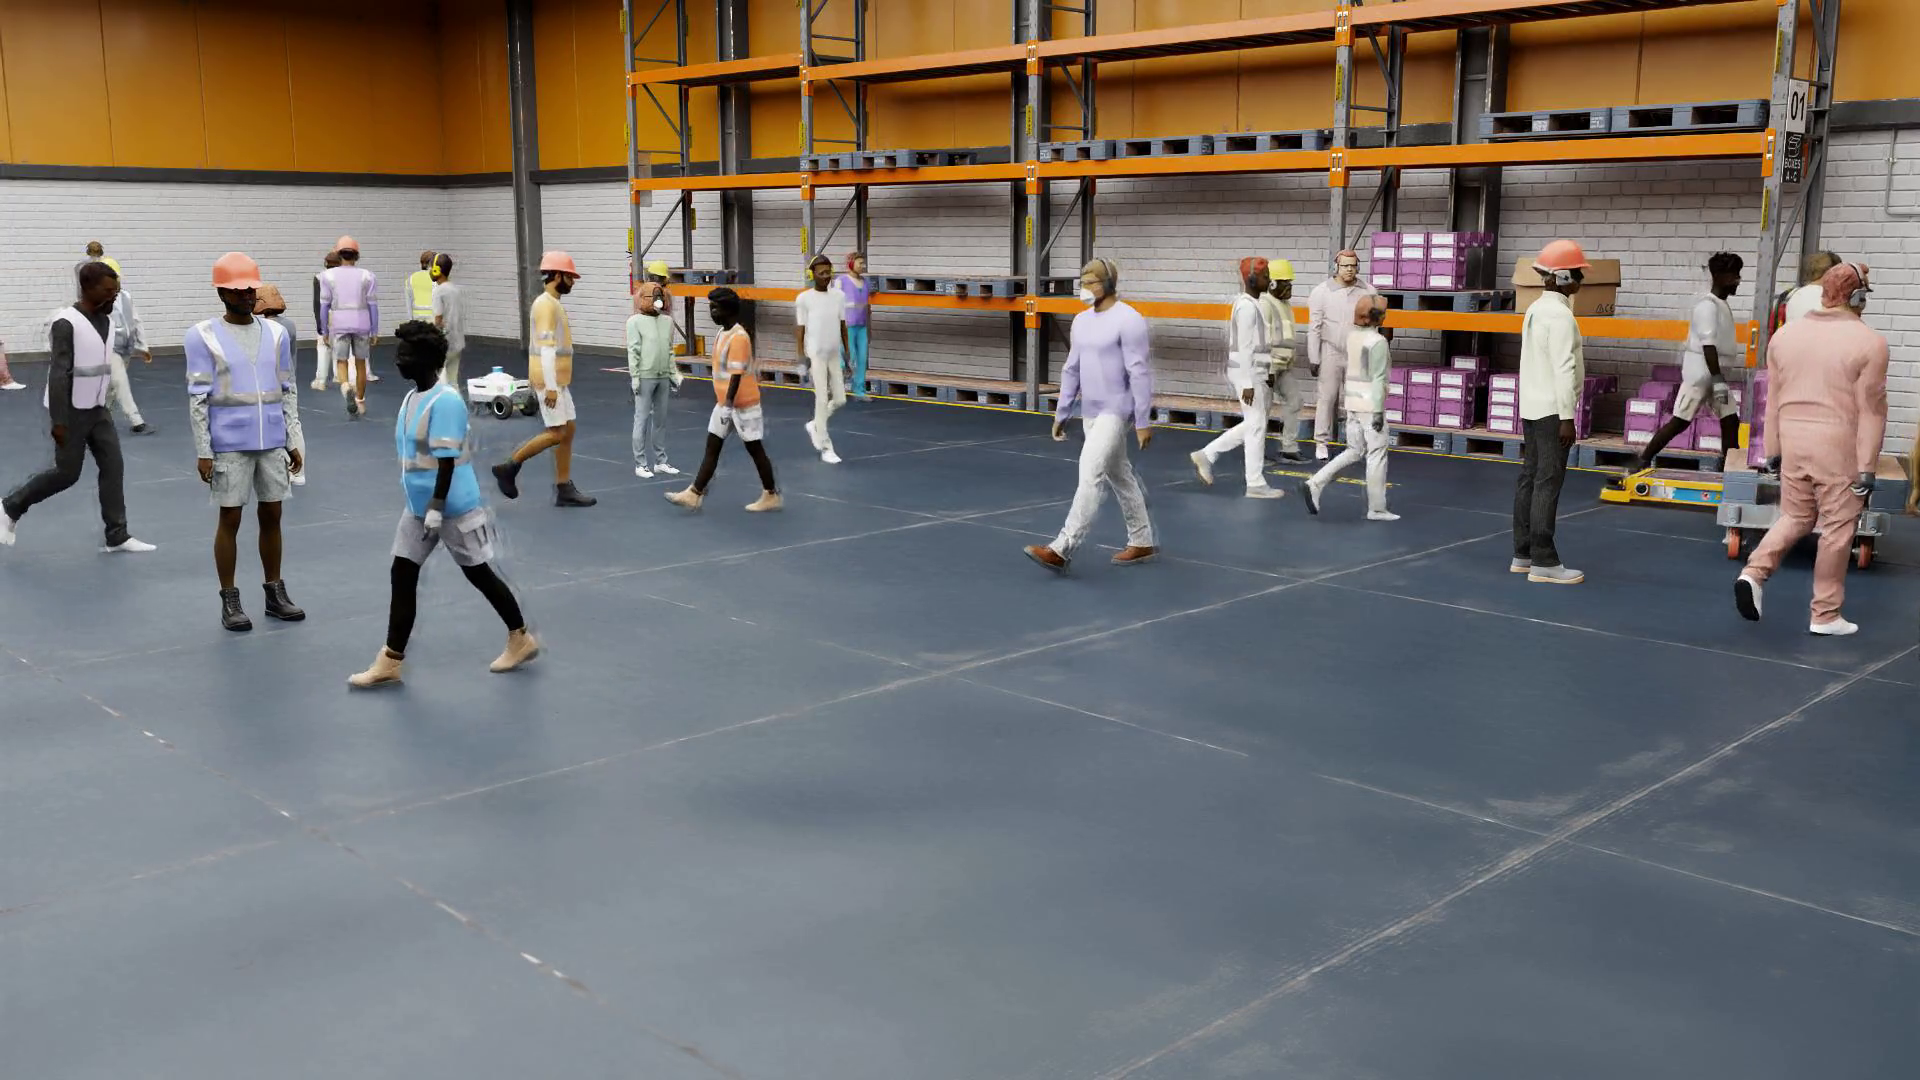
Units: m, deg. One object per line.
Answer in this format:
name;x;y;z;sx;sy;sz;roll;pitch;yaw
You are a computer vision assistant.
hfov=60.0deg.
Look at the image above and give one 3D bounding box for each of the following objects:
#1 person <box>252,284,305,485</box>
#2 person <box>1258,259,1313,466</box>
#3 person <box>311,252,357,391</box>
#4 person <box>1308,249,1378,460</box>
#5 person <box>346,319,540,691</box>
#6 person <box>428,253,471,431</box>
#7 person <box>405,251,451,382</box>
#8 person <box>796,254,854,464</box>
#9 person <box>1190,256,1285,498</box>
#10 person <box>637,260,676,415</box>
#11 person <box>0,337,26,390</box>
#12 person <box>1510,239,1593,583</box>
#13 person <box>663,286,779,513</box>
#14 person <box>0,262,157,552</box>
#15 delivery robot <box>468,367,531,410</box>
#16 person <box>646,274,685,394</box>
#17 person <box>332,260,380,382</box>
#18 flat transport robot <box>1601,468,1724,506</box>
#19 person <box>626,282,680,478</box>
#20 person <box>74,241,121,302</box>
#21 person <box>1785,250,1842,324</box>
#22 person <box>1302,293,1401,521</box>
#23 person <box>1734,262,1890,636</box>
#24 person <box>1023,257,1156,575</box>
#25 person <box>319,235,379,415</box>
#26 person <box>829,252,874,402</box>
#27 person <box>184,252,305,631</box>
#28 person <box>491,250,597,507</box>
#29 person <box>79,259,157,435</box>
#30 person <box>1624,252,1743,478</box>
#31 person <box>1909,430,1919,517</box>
person;-5.473;-1.220;13.303;0.280;1.634;0.498;2;11;13
person;2.828;-1.526;14.493;0.681;1.806;0.615;7;13;34
person;-8.172;-2.841;21.710;0.859;1.794;0.643;10;14;43
person;3.455;-1.658;14.993;0.635;1.900;0.399;-1;10;-5
person;-2.330;-0.169;7.521;0.864;1.654;0.533;-10;14;-42
person;-4.955;-1.813;15.960;0.392;1.845;0.561;2;11;11
person;-6.328;-2.551;20.015;0.624;1.840;0.429;3;11;15
person;-1.231;-1.630;14.933;0.542;1.854;0.628;-7;13;-35
person;2.167;-1.248;12.838;0.666;1.865;0.582;3;11;14
person;-3.453;-2.286;18.803;0.425;1.739;0.582;5;12;27
person;-12.768;-2.850;21.550;0.635;1.870;0.959;6;12;30
person;3.472;-0.752;9.764;0.375;1.997;0.612;0;10;0
person;-1.703;-0.984;11.951;0.878;1.643;0.543;-5;11;-24
person;-5.662;-0.825;10.542;0.868;1.872;0.618;0;10;1
delivery robot;-5.144;-1.688;18.548;0.707;0.478;0.477;6;12;28
person;-3.700;-2.576;20.733;0.573;1.619;0.505;5;11;25
person;-8.343;-3.072;22.812;0.807;1.854;0.578;5;12;26
flat transport robot;5.608;-0.371;12.397;1.431;0.197;0.652;8;13;36
person;-2.578;-1.349;14.008;0.279;1.634;0.499;8;13;37
person;-12.995;-3.541;25.129;0.637;1.938;0.355;-10;14;-43
person;6.405;-1.239;12.664;0.712;1.919;0.629;0;10;-1
person;2.801;-0.924;11.732;0.644;1.622;0.521;-2;11;-12
person;4.289;-0.437;8.334;0.578;1.896;0.643;-5;11;-25
person;0.792;-0.738;9.983;1.025;1.880;0.656;-5;12;-27
person;-6.777;-2.365;18.501;0.613;2.026;0.731;-4;11;-19
person;-1.317;-2.580;20.196;0.530;1.826;0.585;10;14;42
person;-3.668;-0.507;8.592;0.361;1.935;0.553;9;14;40
person;-3.101;-1.179;12.333;0.675;1.913;0.583;-1;10;-5
person;-8.620;-1.968;16.975;0.937;1.787;0.604;4;11;20
person;5.755;-1.281;12.936;1.044;1.919;0.601;9;13;39
person;4.486;-0.210;7.350;0.523;1.802;0.958;7;12;33
